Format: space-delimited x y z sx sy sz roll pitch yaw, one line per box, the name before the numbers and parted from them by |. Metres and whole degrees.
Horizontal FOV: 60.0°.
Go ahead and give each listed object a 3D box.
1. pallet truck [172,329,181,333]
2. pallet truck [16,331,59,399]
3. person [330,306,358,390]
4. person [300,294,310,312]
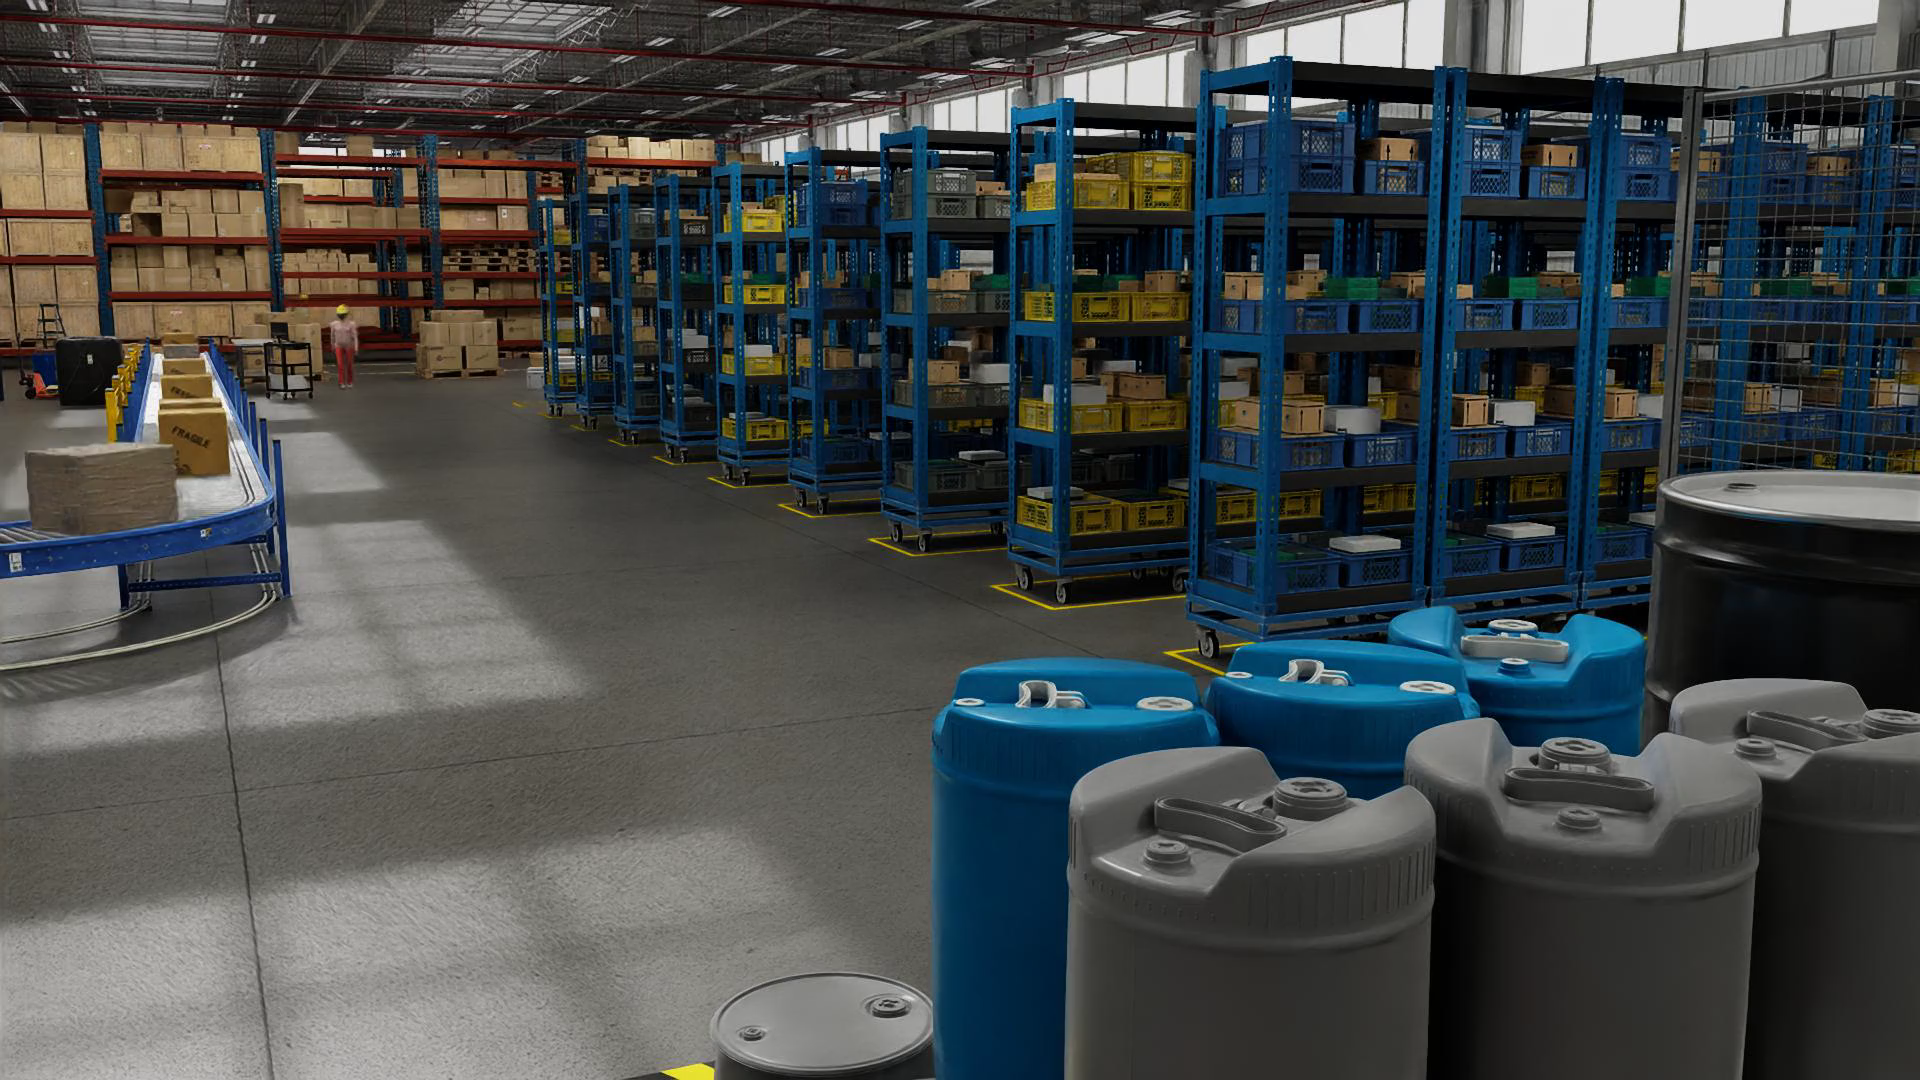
pallet truck | -17.275 -3.851 35.096 1.601 1.201 0.680 0 9 1
pallet truck | -17.082 -3.353 31.781 1.630 1.274 0.653 -4 10 -25
person | -12.686 -3.968 34.293 0.536 1.722 0.898 -3 10 -16
person | -19.315 -6.382 49.139 0.364 1.754 0.544 -6 11 -32
